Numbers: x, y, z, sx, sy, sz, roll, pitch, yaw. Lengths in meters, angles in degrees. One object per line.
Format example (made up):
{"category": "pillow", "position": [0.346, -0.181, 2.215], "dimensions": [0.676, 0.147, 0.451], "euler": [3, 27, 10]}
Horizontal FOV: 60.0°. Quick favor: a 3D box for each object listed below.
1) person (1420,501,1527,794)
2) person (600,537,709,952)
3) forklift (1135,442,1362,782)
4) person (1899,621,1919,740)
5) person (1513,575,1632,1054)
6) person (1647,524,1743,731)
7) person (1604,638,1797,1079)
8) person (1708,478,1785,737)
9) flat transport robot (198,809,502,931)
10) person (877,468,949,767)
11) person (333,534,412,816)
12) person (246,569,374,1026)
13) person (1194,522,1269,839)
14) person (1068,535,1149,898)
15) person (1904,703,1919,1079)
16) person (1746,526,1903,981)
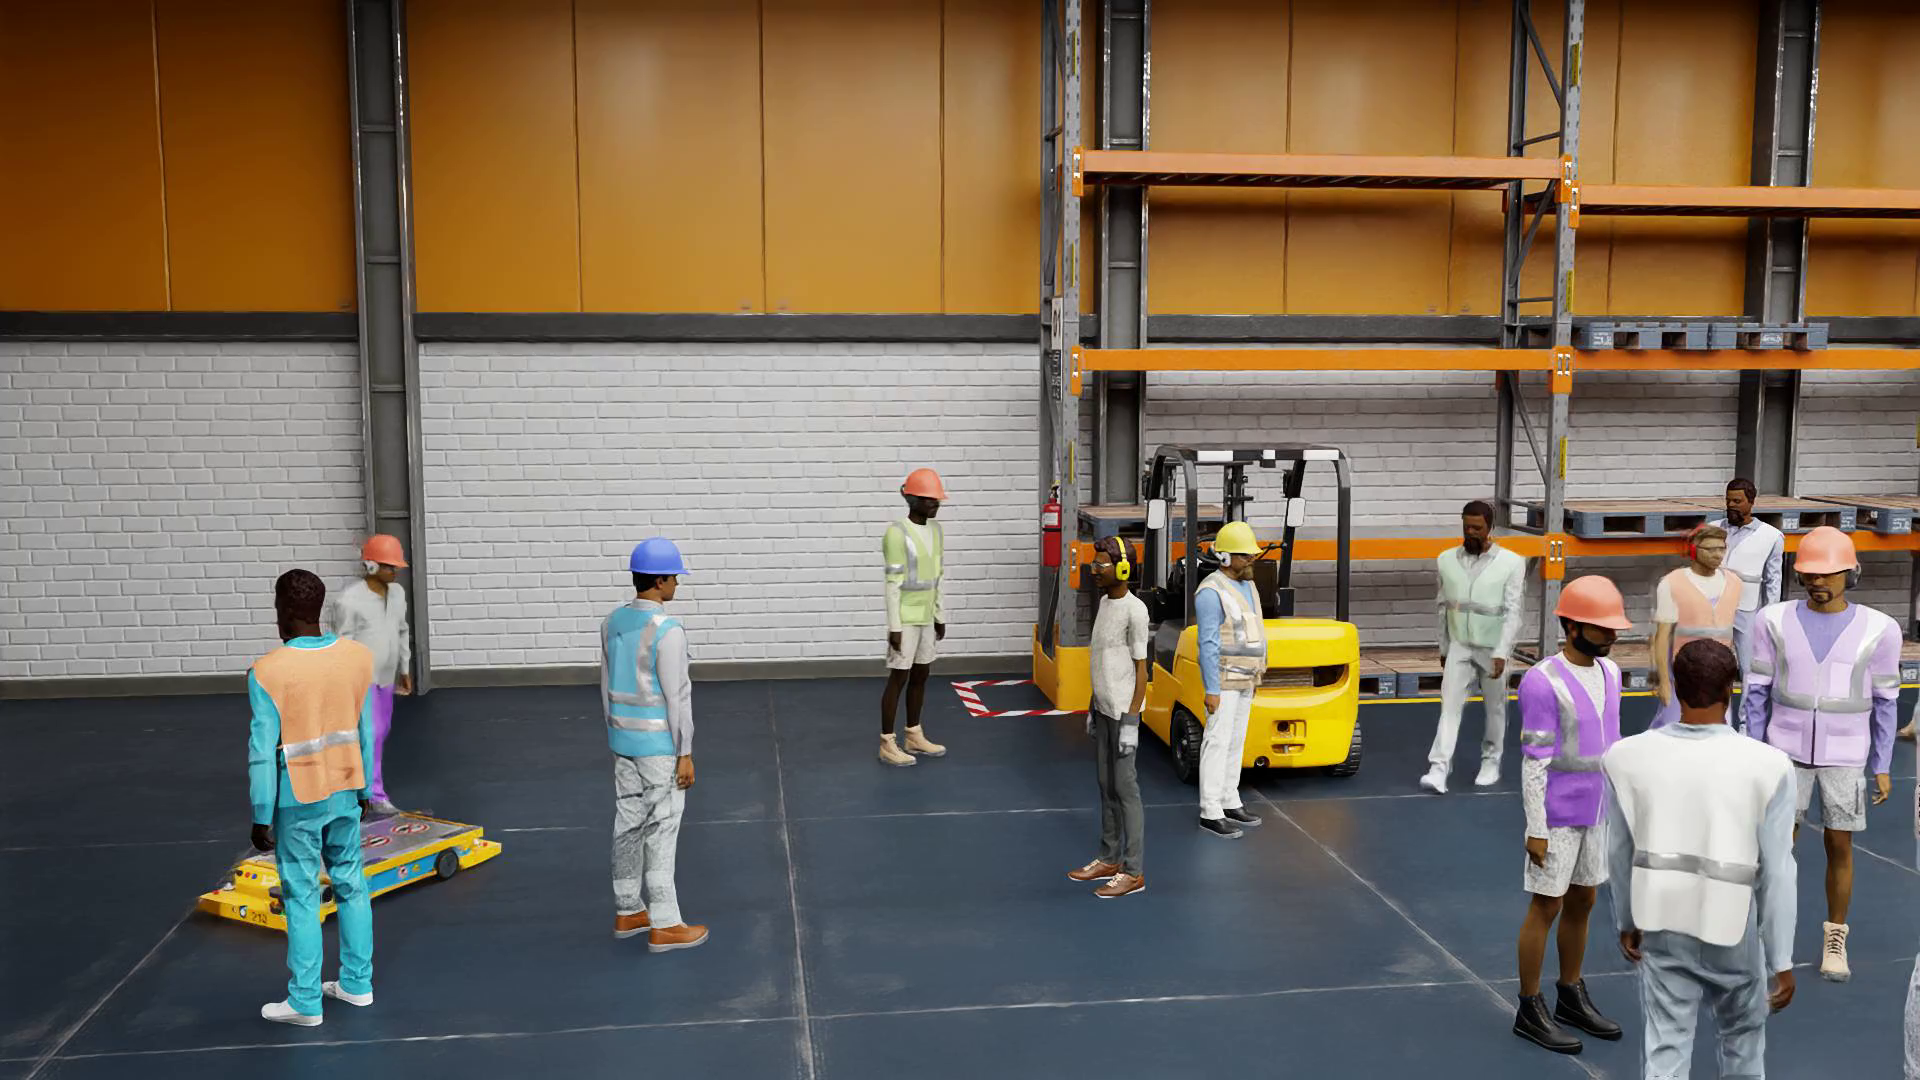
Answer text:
{"category": "person", "position": [3.234, 0.693, 10.504], "dimensions": [0.591, 1.862, 1.025], "euler": [5, 8, 35]}
{"category": "person", "position": [-1.452, 0.954, 7.881], "dimensions": [0.409, 1.943, 0.615], "euler": [-6, 9, -44]}
{"category": "forklift", "position": [1.912, 0.418, 11.496], "dimensions": [1.214, 2.155, 2.313], "euler": [-1, 7, -8]}
{"category": "person", "position": [7.170, 0.582, 11.785], "dimensions": [0.717, 1.803, 0.531], "euler": [5, 8, 39]}
{"category": "person", "position": [2.492, 1.096, 6.716], "dimensions": [0.544, 1.930, 0.389], "euler": [-4, 8, -33]}
{"category": "person", "position": [4.419, 0.789, 10.001], "dimensions": [0.596, 1.794, 0.996], "euler": [-1, 7, -12]}
{"category": "person", "position": [2.455, 1.260, 5.468], "dimensions": [0.615, 1.879, 0.861], "euler": [5, 8, 38]}
{"category": "person", "position": [5.527, 0.514, 11.843], "dimensions": [0.391, 1.920, 0.587], "euler": [-6, 9, -40]}
{"category": "flat transport robot", "position": [-3.144, 1.691, 8.684], "dimensions": [0.652, 0.197, 1.431], "euler": [3, 7, 28]}
{"category": "person", "position": [-0.282, 0.520, 11.338], "dimensions": [0.432, 2.032, 0.621], "euler": [4, 8, 34]}
{"category": "person", "position": [-3.681, 0.808, 10.183], "dimensions": [0.717, 1.716, 0.596], "euler": [3, 7, 22]}
{"category": "person", "position": [-2.709, 1.075, 6.998], "dimensions": [0.392, 1.910, 0.587], "euler": [4, 8, 30]}
{"category": "person", "position": [1.590, 0.801, 9.709], "dimensions": [0.404, 1.830, 0.601], "euler": [4, 8, 32]}
{"category": "person", "position": [0.793, 0.910, 8.641], "dimensions": [0.328, 1.861, 0.513], "euler": [-2, 7, -21]}
{"category": "person", "position": [3.661, 1.183, 5.921], "dimensions": [0.419, 1.939, 0.612], "euler": [-1, 7, -13]}
{"category": "person", "position": [3.851, 0.952, 7.470], "dimensions": [0.611, 2.042, 0.395], "euler": [4, 8, 34]}
